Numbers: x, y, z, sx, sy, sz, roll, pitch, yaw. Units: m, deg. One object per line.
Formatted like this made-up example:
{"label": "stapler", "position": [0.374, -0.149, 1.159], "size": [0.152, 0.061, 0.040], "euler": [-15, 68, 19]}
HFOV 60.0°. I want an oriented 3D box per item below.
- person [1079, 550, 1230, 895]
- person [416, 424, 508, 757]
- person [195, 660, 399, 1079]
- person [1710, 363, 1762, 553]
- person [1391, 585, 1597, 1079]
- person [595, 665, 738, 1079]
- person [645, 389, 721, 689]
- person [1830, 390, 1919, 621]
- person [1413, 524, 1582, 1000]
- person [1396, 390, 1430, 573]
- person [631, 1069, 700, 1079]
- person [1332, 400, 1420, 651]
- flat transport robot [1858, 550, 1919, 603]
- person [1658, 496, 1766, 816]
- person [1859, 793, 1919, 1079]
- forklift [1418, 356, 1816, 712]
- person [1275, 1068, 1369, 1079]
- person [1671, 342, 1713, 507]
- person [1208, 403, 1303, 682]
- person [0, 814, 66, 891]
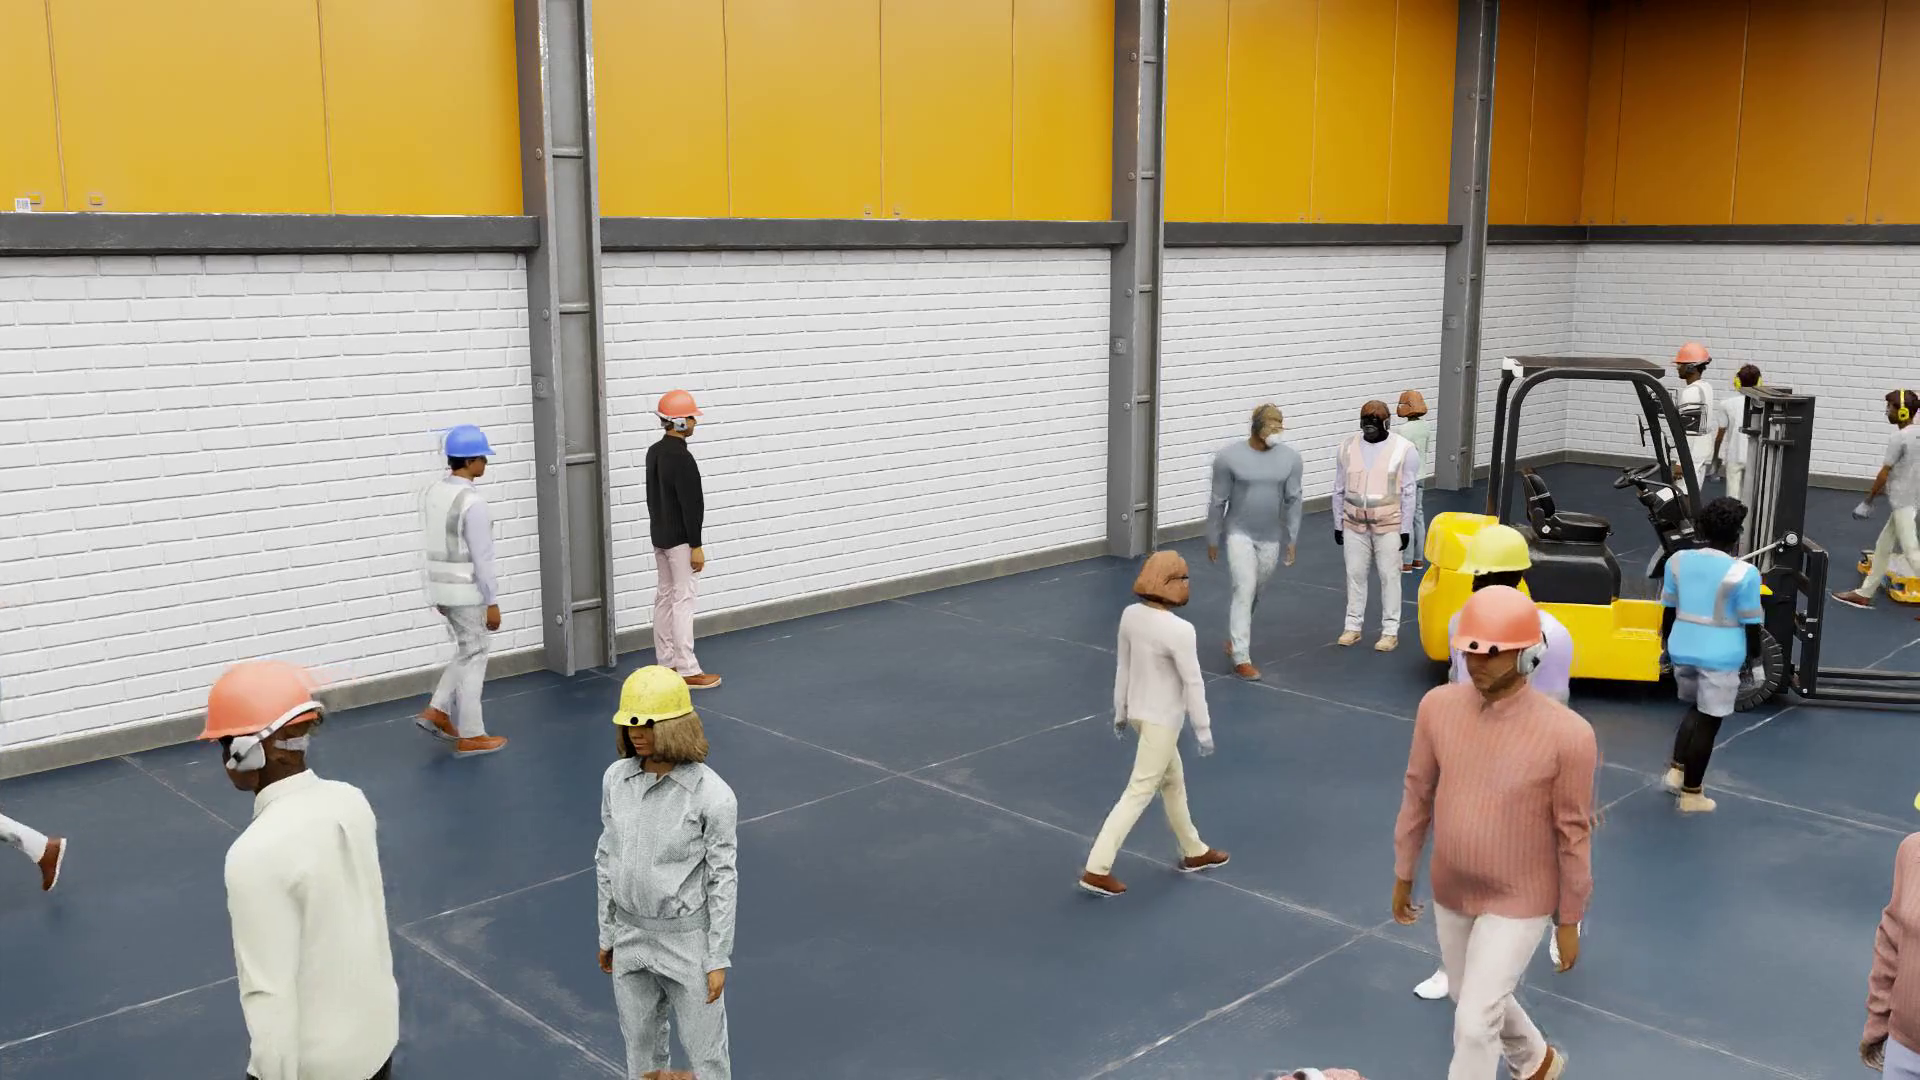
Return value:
{"label": "person", "position": [0.902, 0.829, 7.653], "size": [0.871, 1.589, 0.514], "euler": [-5, 12, -25]}
{"label": "person", "position": [-2.842, 0.298, 9.603], "size": [0.436, 1.933, 0.627], "euler": [-9, 14, -41]}
{"label": "person", "position": [-1.676, 1.276, 4.206], "size": [0.640, 1.956, 0.626], "euler": [2, 11, 11]}
{"label": "person", "position": [7.289, -0.718, 15.476], "size": [0.529, 1.829, 0.883], "euler": [2, 11, 12]}
{"label": "person", "position": [1.707, 1.080, 5.297], "size": [0.968, 1.959, 0.631], "euler": [-8, 13, -38]}
{"label": "person", "position": [-0.901, 1.229, 5.058], "size": [0.487, 1.744, 0.294], "euler": [5, 11, 24]}
{"label": "person", "position": [-1.869, -0.004, 11.090], "size": [0.379, 1.996, 0.609], "euler": [-7, 13, -34]}
{"label": "person", "position": [7.400, -0.270, 13.057], "size": [0.501, 1.817, 0.943], "euler": [-9, 14, -41]}
{"label": "person", "position": [2.188, 0.865, 6.593], "size": [0.760, 1.907, 0.587], "euler": [-7, 12, -34]}
{"label": "person", "position": [4.026, -0.524, 14.913], "size": [0.271, 1.632, 0.508], "euler": [9, 14, 41]}
{"label": "person", "position": [-0.430, 1.655, 2.589], "size": [0.654, 1.789, 0.945], "euler": [9, 13, 39]}
{"label": "person", "position": [3.002, -0.107, 12.116], "size": [0.618, 1.836, 0.432], "euler": [6, 12, 31]}
{"label": "flat transport robot", "position": [8.134, 0.312, 14.073], "size": [0.652, 0.197, 1.431], "euler": [3, 11, 16]}
{"label": "person", "position": [3.897, 0.607, 8.604], "size": [0.407, 1.677, 0.544], "euler": [-5, 12, -27]}
{"label": "person", "position": [2.572, 1.357, 4.321], "size": [0.328, 1.759, 0.524], "euler": [-4, 11, -20]}
{"label": "forklift", "position": [4.276, -0.101, 11.076], "size": [2.313, 2.155, 1.214], "euler": [2, 11, 13]}
{"label": "person", "position": [0.459, 1.657, 2.440], "size": [0.995, 1.848, 0.651], "euler": [0, 10, 0]}
{"label": "person", "position": [6.614, -0.770, 15.135], "size": [0.397, 2.043, 0.609], "euler": [7, 13, 35]}
{"label": "person", "position": [2.027, -0.036, 11.597], "size": [0.632, 1.891, 0.989], "euler": [-2, 11, -9]}
{"label": "person", "position": [-4.290, 0.898, 7.200], "size": [0.515, 1.612, 0.649], "euler": [10, 15, 44]}
